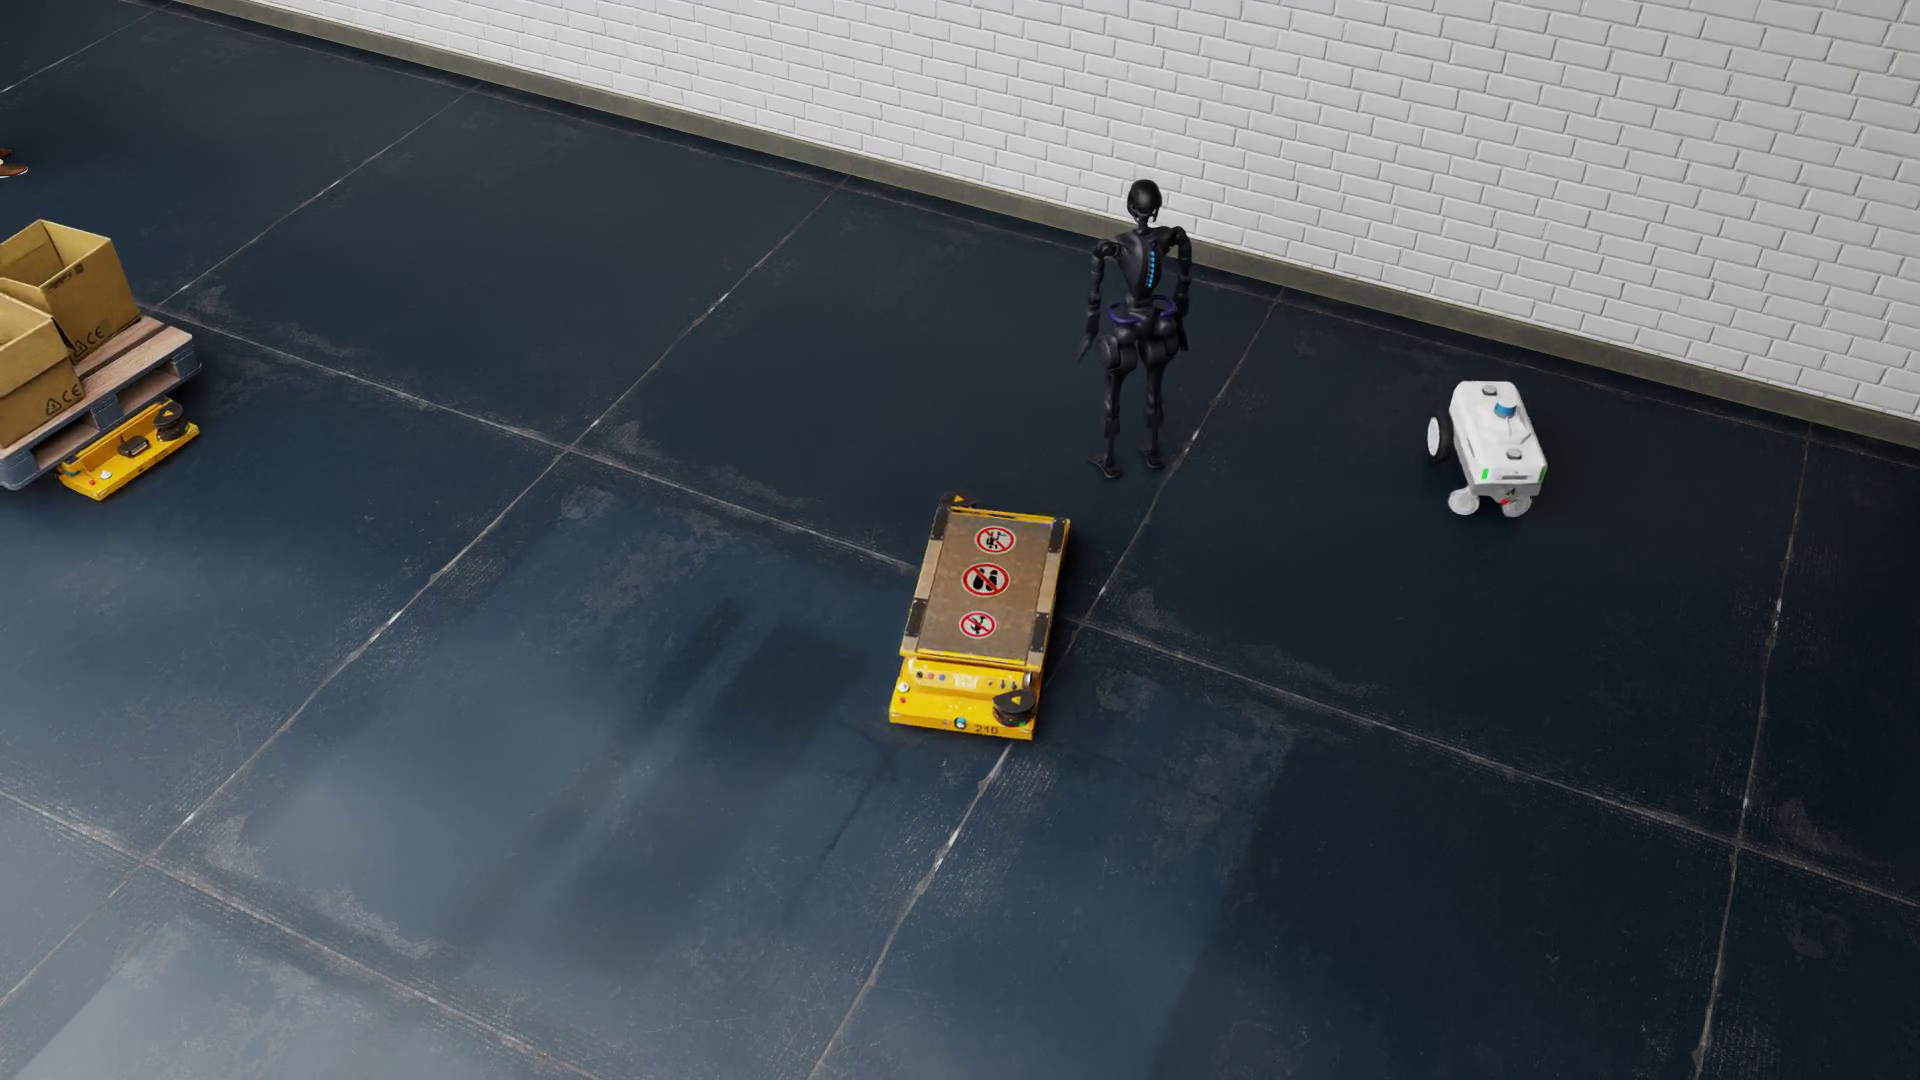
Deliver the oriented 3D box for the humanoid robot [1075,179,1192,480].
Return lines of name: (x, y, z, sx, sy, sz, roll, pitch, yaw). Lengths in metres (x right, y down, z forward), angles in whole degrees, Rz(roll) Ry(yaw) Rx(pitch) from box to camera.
humanoid robot: (0.885, -1.045, 8.344, 0.603, 1.651, 0.322, -13, 44, -14)

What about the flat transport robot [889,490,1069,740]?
flat transport robot: (0.117, 0.324, 7.905, 0.659, 0.231, 1.431, 6, 43, 7)

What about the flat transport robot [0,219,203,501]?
flat transport robot: (-4.882, -0.683, 8.992, 1.431, 0.231, 0.659, 22, 47, 22)

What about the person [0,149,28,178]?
person: (-6.431, -3.086, 10.576, 0.283, 1.636, 0.500, -30, 51, -28)

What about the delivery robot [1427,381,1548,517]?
delivery robot: (2.752, -0.501, 8.578, 0.499, 0.584, 0.756, 0, 43, 0)
